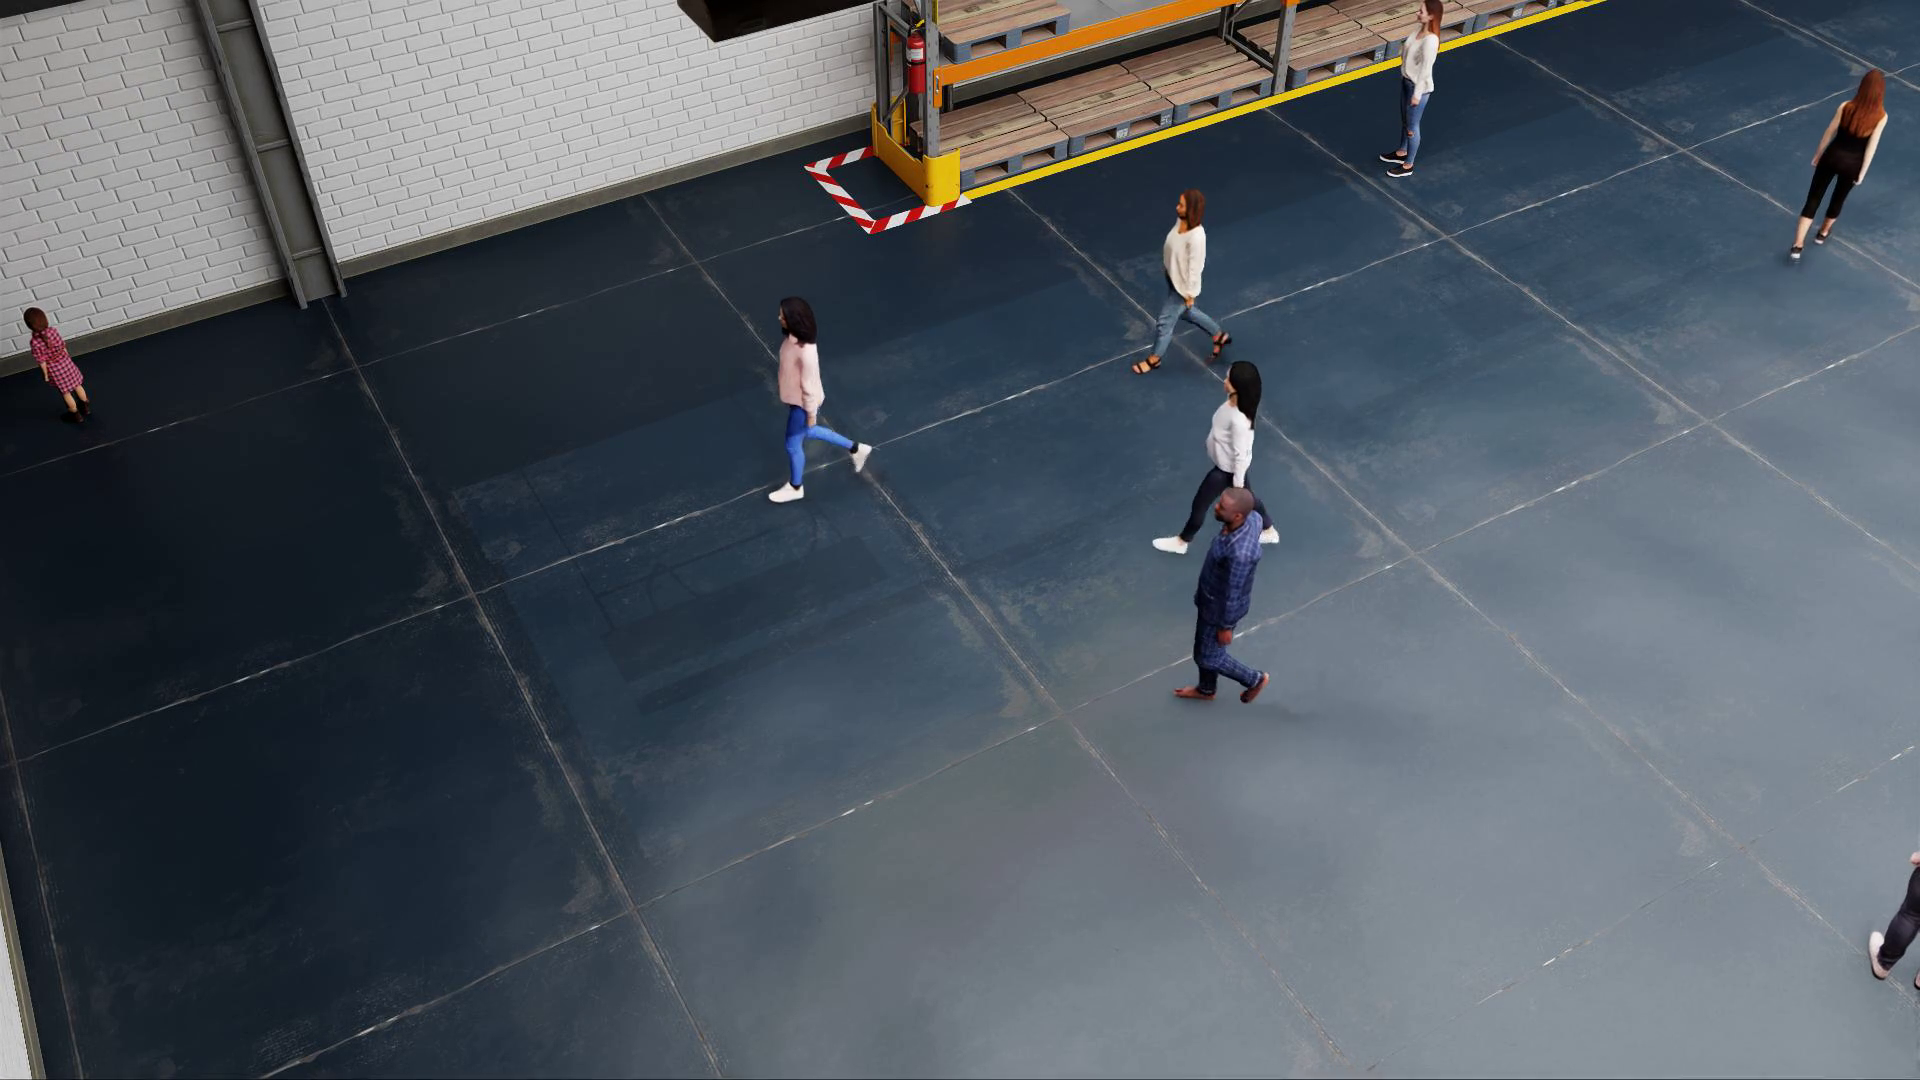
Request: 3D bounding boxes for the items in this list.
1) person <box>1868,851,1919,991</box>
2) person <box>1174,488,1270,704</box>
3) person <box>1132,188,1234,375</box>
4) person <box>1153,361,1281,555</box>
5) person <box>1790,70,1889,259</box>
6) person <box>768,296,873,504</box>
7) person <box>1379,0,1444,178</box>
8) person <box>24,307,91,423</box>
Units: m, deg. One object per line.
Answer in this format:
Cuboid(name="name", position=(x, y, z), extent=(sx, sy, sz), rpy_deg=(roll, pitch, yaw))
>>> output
Cuboid(name="person", position=(5.362, 1.773, 8.886), extent=(0.778, 1.822, 0.798), rpy_deg=(17, 46, 17))
Cuboid(name="person", position=(1.715, 0.397, 10.338), extent=(0.985, 1.813, 0.916), rpy_deg=(6, 44, 6))
Cuboid(name="person", position=(1.819, -2.003, 12.975), extent=(1.139, 1.650, 0.894), rpy_deg=(-5, 44, -5))
Cuboid(name="person", position=(1.947, -0.518, 11.413), extent=(1.215, 1.654, 1.053), rpy_deg=(3, 44, 4))
Cuboid(name="person", position=(7.455, -3.160, 14.152), extent=(0.853, 1.702, 1.070), rpy_deg=(26, 49, 24))
Cuboid(name="person", position=(-1.028, -1.001, 11.850), extent=(1.122, 1.750, 0.854), rpy_deg=(-9, 44, -10))
Cuboid(name="person", position=(4.159, -4.136, 15.183), extent=(0.710, 1.692, 0.707), rpy_deg=(0, 44, 0))
Cuboid(name="person", position=(-6.929, -1.346, 12.740), extent=(0.563, 1.022, 0.494), rpy_deg=(17, 46, 17))
